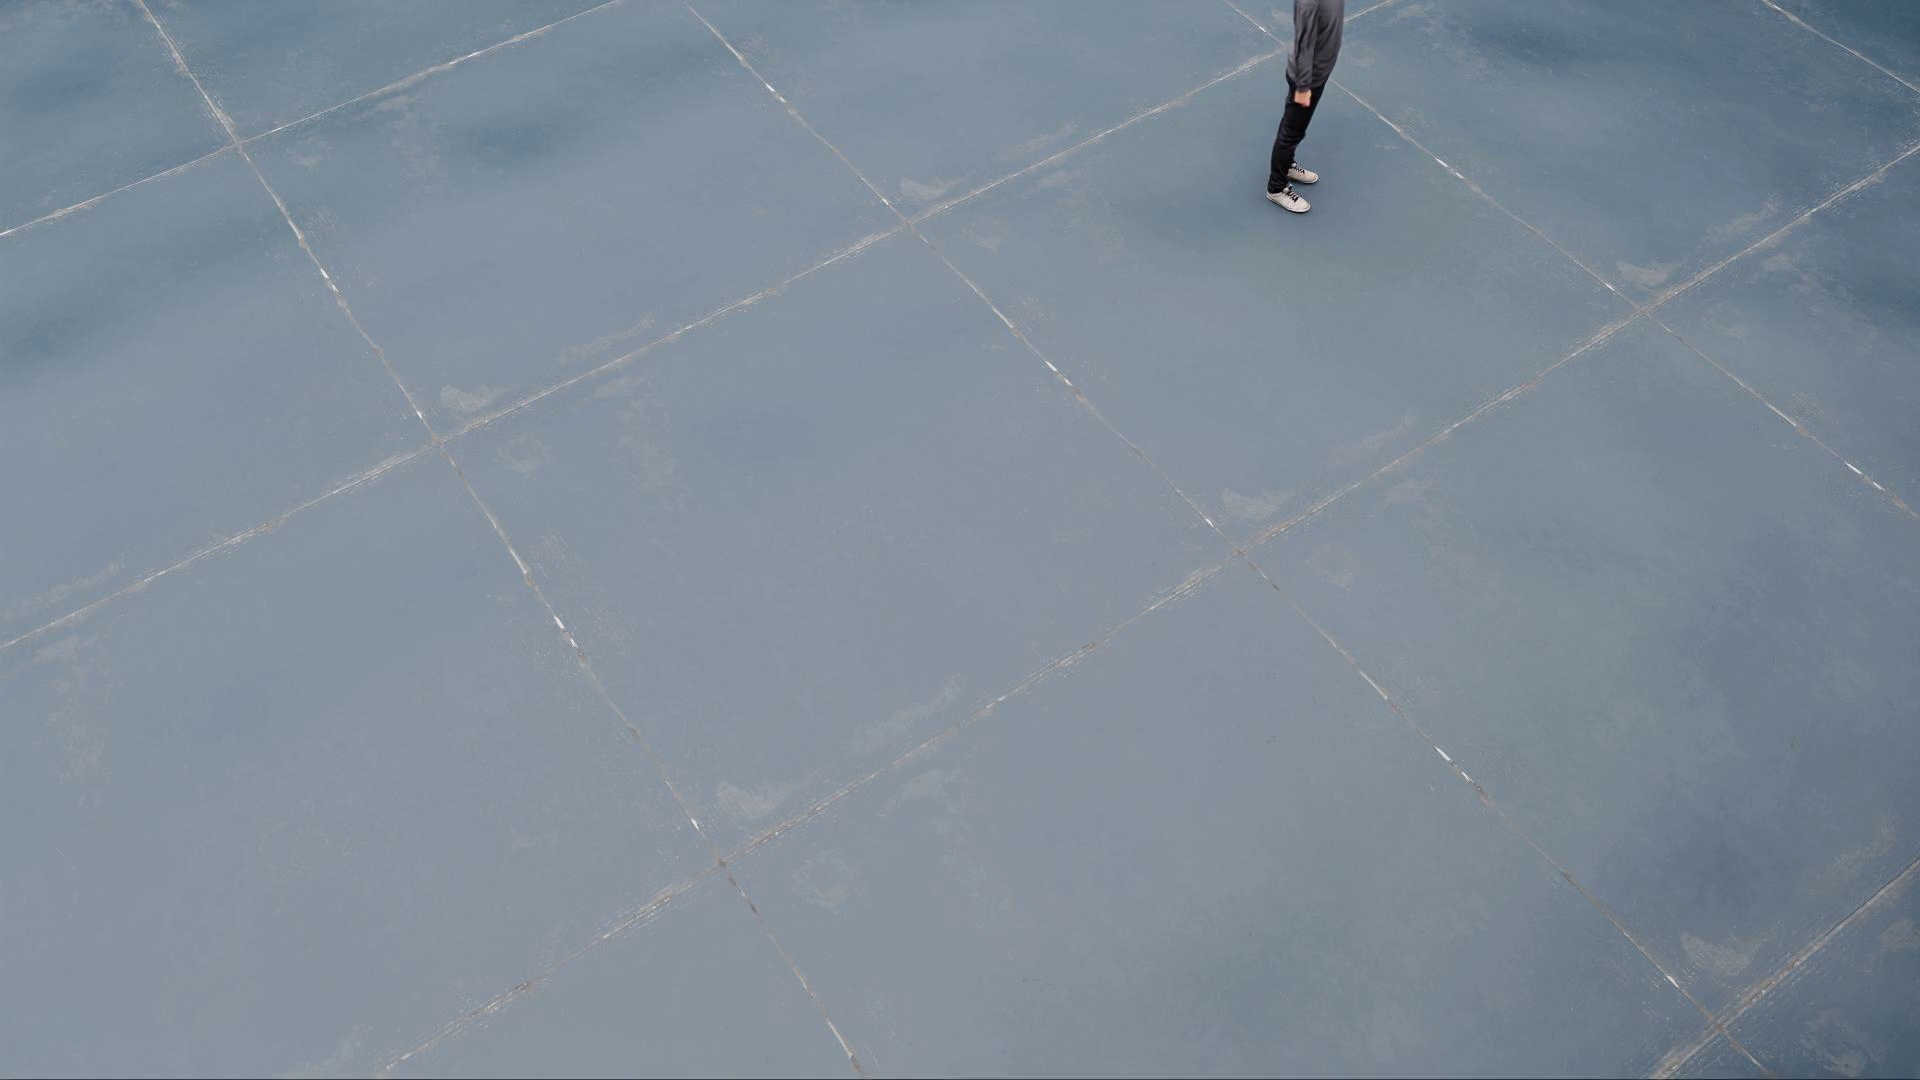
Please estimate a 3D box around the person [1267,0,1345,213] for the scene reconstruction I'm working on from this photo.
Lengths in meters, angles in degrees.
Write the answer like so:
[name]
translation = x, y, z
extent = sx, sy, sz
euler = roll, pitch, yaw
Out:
[person]
translation = 1.963, -2.672, 9.368
extent = 0.729, 1.761, 0.702
euler = 16, 54, 12
